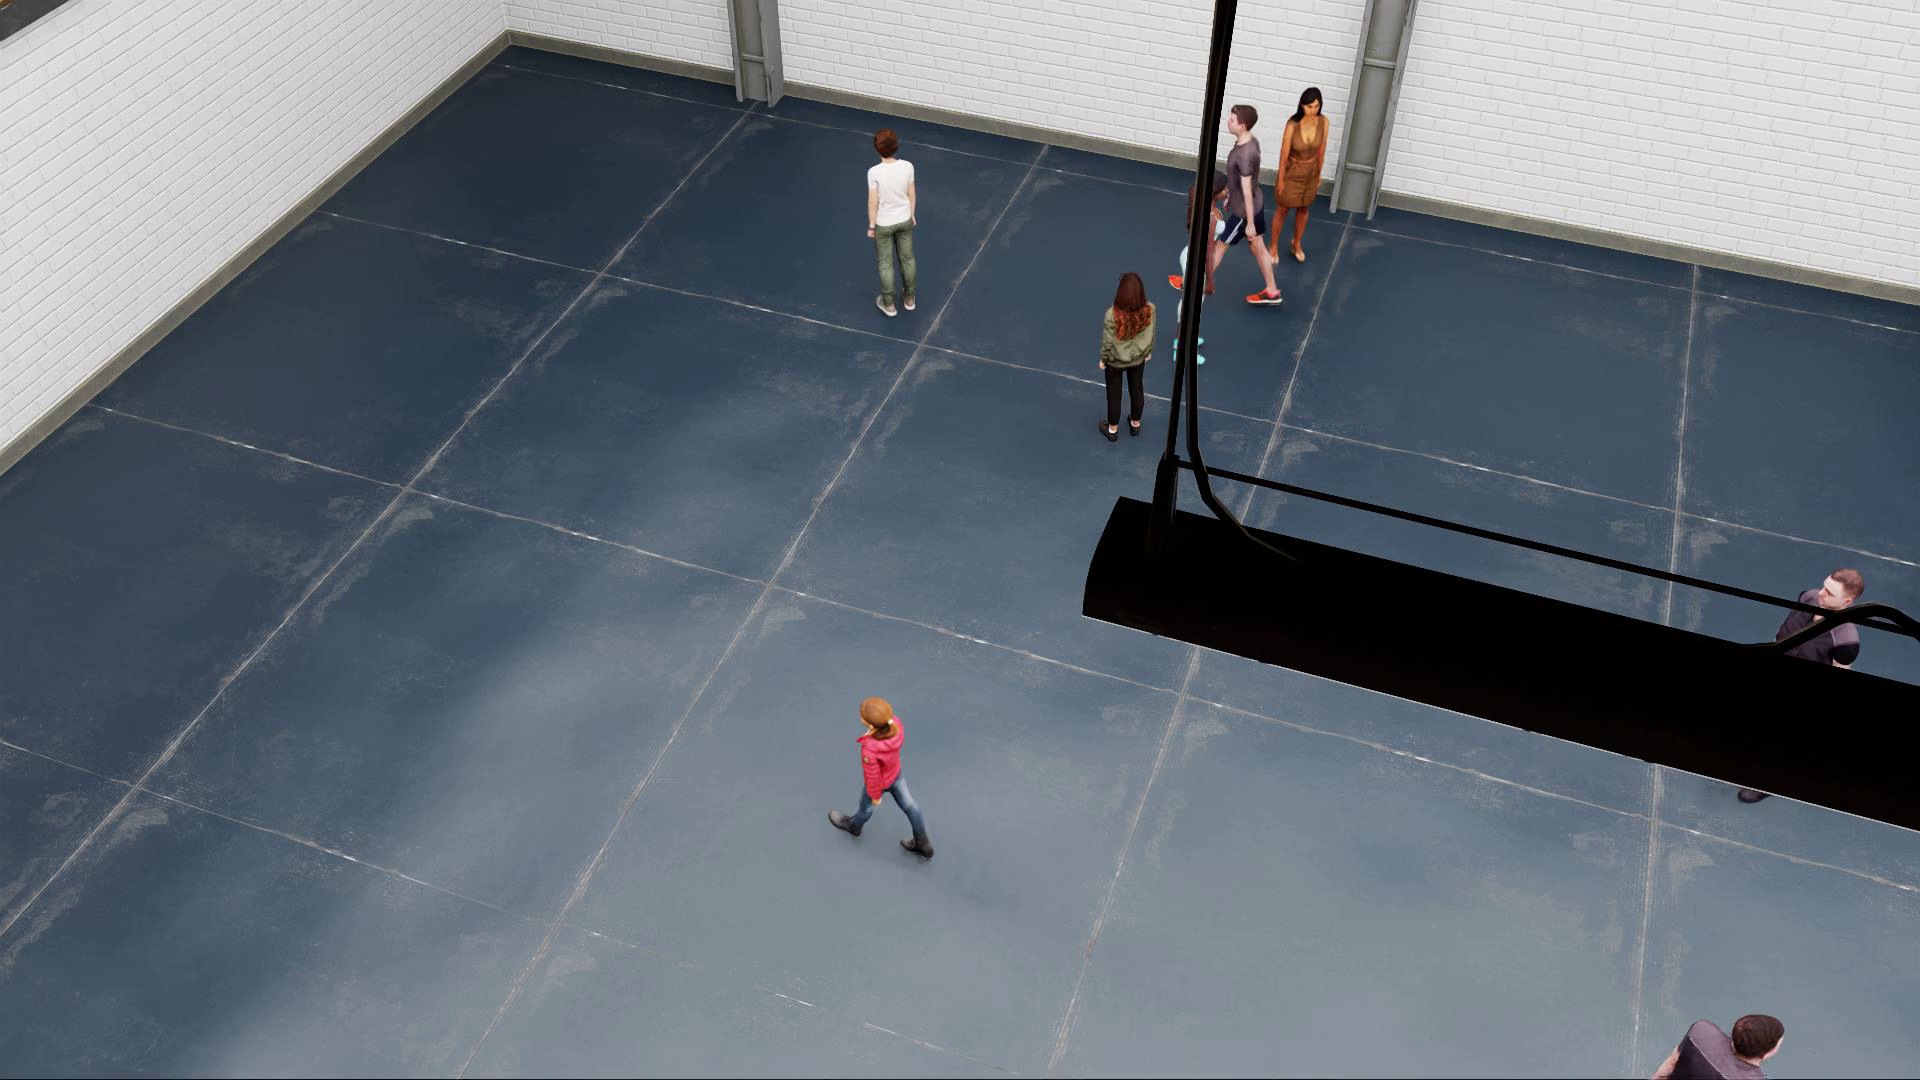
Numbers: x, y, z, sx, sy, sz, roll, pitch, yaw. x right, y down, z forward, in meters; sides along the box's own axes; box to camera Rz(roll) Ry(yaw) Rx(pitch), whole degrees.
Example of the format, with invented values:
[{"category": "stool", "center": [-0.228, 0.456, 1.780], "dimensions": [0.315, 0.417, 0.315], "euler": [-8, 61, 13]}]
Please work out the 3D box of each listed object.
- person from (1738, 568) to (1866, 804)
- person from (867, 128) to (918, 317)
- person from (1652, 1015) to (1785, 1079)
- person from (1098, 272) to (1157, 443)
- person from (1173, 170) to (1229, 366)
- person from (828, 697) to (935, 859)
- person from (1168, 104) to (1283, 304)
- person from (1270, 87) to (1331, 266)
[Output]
[{"category": "person", "center": [4.989, 0.836, 9.891], "dimensions": [0.775, 1.841, 0.775], "euler": [-7, 44, -8]}, {"category": "person", "center": [-0.554, -2.604, 13.638], "dimensions": [0.658, 1.653, 0.725], "euler": [-16, 46, -16]}, {"category": "person", "center": [3.401, 2.817, 7.840], "dimensions": [1.324, 1.801, 1.224], "euler": [-15, 46, -15]}, {"category": "person", "center": [1.249, -1.375, 12.477], "dimensions": [0.623, 1.475, 0.716], "euler": [-11, 45, -11]}, {"category": "person", "center": [1.869, -2.158, 13.117], "dimensions": [0.660, 1.725, 0.645], "euler": [-4, 44, -5]}, {"category": "person", "center": [-0.379, 1.402, 9.697], "dimensions": [0.952, 1.289, 0.636], "euler": [23, 48, 23]}, {"category": "person", "center": [2.418, -2.673, 13.609], "dimensions": [1.238, 1.792, 0.779], "euler": [8, 44, 8]}, {"category": "person", "center": [2.877, -3.099, 14.134], "dimensions": [0.623, 1.685, 0.709], "euler": [-10, 44, -10]}]
